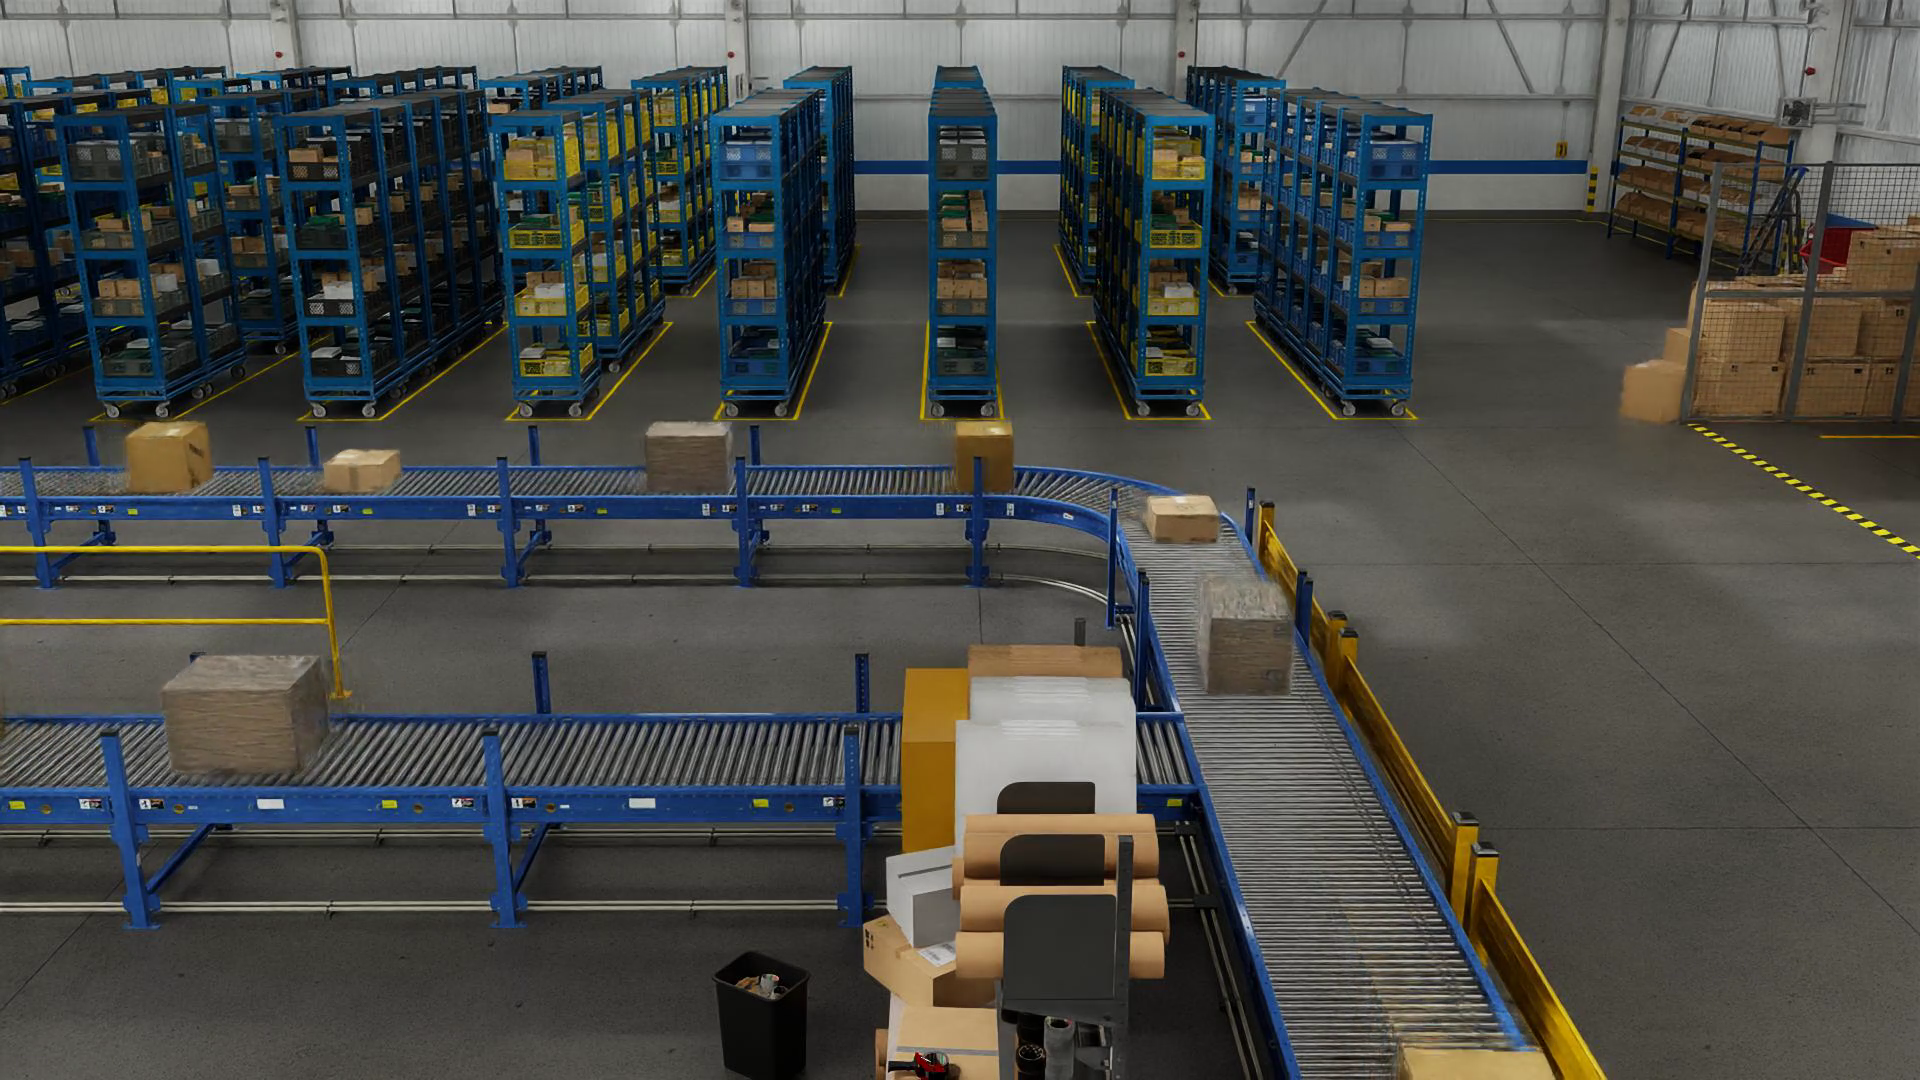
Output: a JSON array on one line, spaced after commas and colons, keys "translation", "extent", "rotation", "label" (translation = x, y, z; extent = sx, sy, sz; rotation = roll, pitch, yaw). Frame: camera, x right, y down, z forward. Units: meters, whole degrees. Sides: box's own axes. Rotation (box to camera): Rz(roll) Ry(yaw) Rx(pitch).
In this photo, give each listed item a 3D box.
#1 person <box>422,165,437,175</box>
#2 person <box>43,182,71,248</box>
[{"translation": [-11.397, -7.417, 35.577], "extent": [0.965, 1.791, 0.577], "rotation": [5, 19, 16], "label": "person"}, {"translation": [-16.640, -5.777, 30.489], "extent": [0.612, 1.813, 0.423], "rotation": [-6, 19, -18], "label": "person"}]
